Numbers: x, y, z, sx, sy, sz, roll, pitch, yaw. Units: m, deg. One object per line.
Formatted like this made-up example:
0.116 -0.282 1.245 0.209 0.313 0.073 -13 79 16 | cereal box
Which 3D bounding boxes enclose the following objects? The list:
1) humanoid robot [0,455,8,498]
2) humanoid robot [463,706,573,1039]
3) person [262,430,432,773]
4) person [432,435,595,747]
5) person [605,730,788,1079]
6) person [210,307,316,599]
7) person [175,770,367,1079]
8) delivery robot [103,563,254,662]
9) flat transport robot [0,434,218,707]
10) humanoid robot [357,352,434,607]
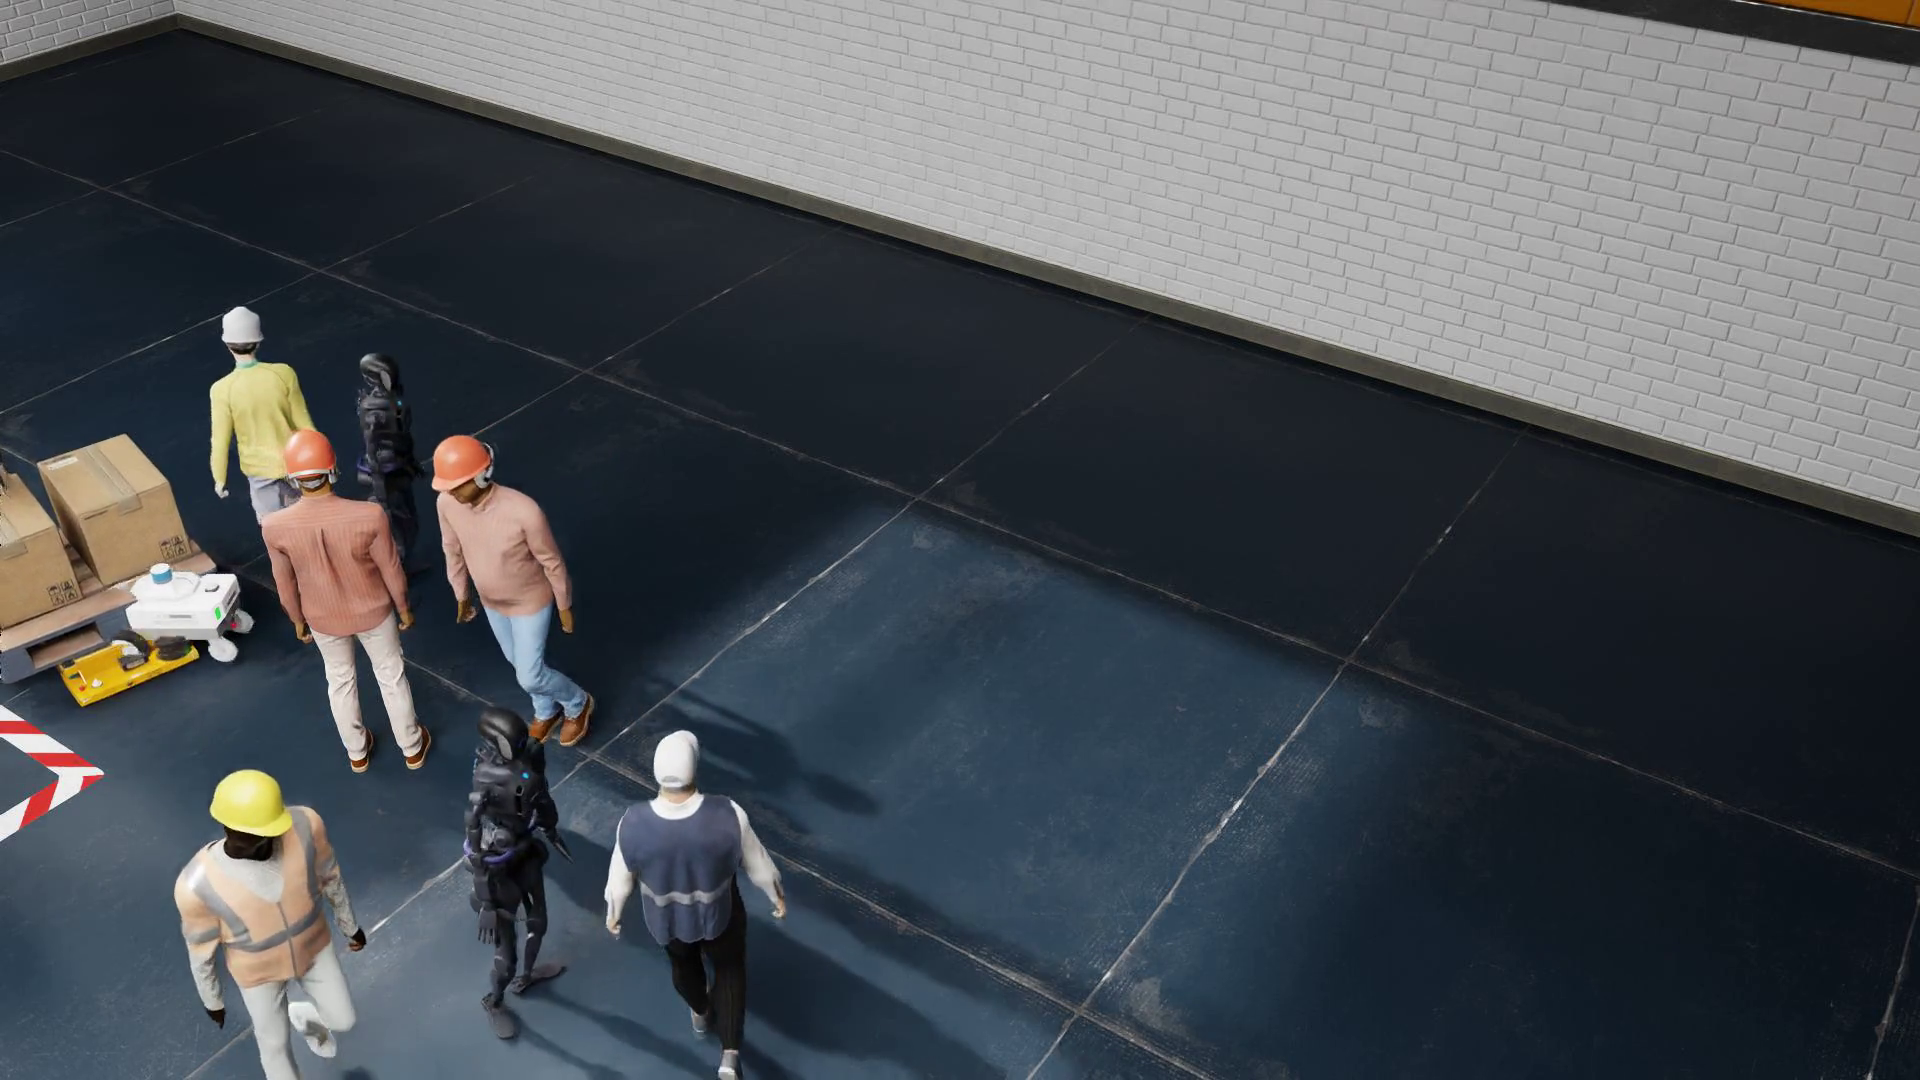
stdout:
-5.378 -0.115 9.158 0.848 1.769 0.544 25 42 31 | humanoid robot
-1.910 1.379 7.071 0.354 1.644 0.590 11 36 15 | humanoid robot
-3.041 0.337 8.290 0.610 1.986 0.400 -5 35 -7 | person
-2.267 0.299 8.358 0.645 1.961 0.523 16 38 22 | person
-1.082 1.527 6.804 0.745 1.739 0.668 -4 35 -6 | person
-3.976 -0.452 9.522 0.611 1.854 0.727 -22 41 -28 | person
-2.686 1.609 6.534 0.655 1.908 0.538 -30 45 -35 | person
-4.474 0.398 9.437 0.777 0.585 0.499 0 35 0 | delivery robot
-5.021 0.430 9.650 0.659 0.231 1.431 -27 43 -33 | flat transport robot
-3.276 -0.359 9.555 0.443 1.627 0.620 1 35 1 | humanoid robot
